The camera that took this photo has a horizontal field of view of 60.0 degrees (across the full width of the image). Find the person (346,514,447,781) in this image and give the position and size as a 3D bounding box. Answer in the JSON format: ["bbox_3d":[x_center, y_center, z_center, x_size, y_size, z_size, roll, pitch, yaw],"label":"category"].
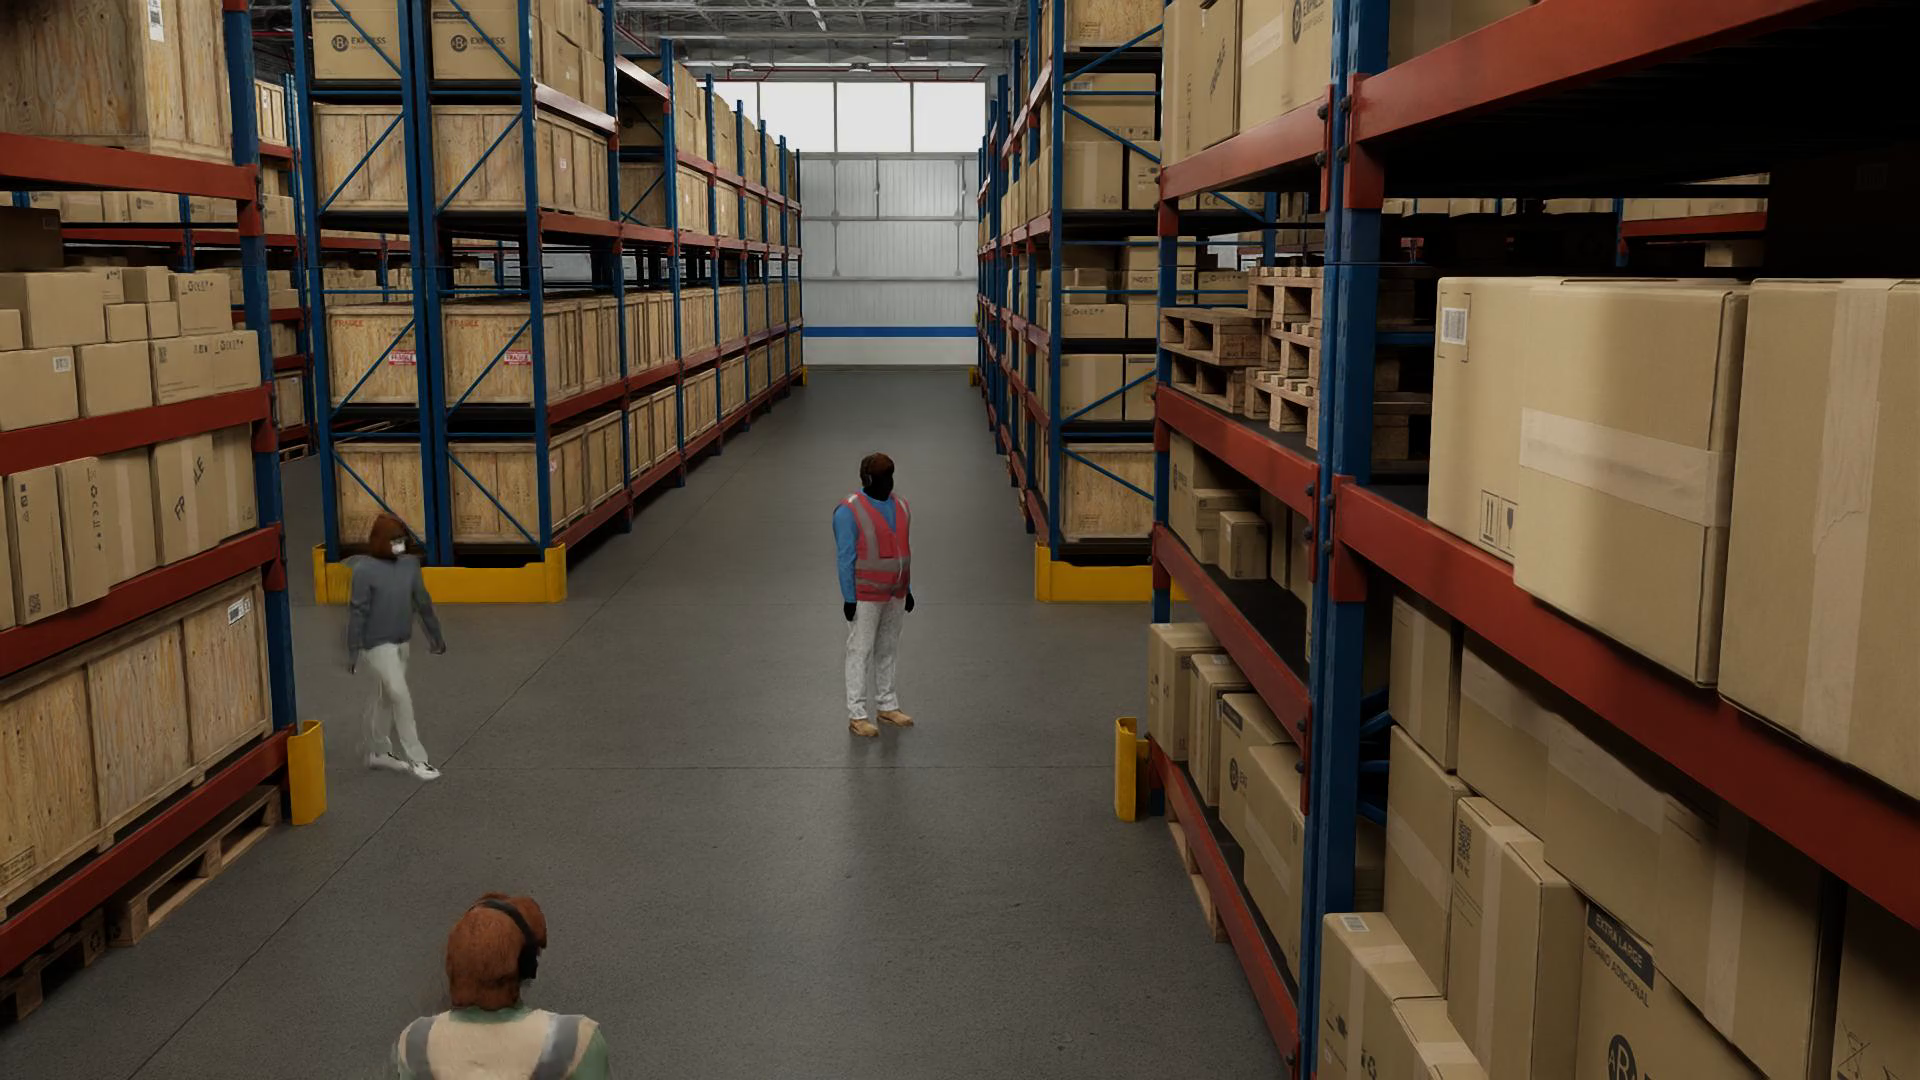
[{"bbox_3d":[-3.305,0.631,9.871,0.727,1.590,0.625,4,10,24],"label":"person"}]

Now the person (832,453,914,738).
[{"bbox_3d":[-0.533,0.349,10.897,0.429,1.844,0.622,8,12,42],"label":"person"}]

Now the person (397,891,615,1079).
[{"bbox_3d":[-1.052,1.619,3.829,0.522,1.605,0.814,2,9,12],"label":"person"}]
